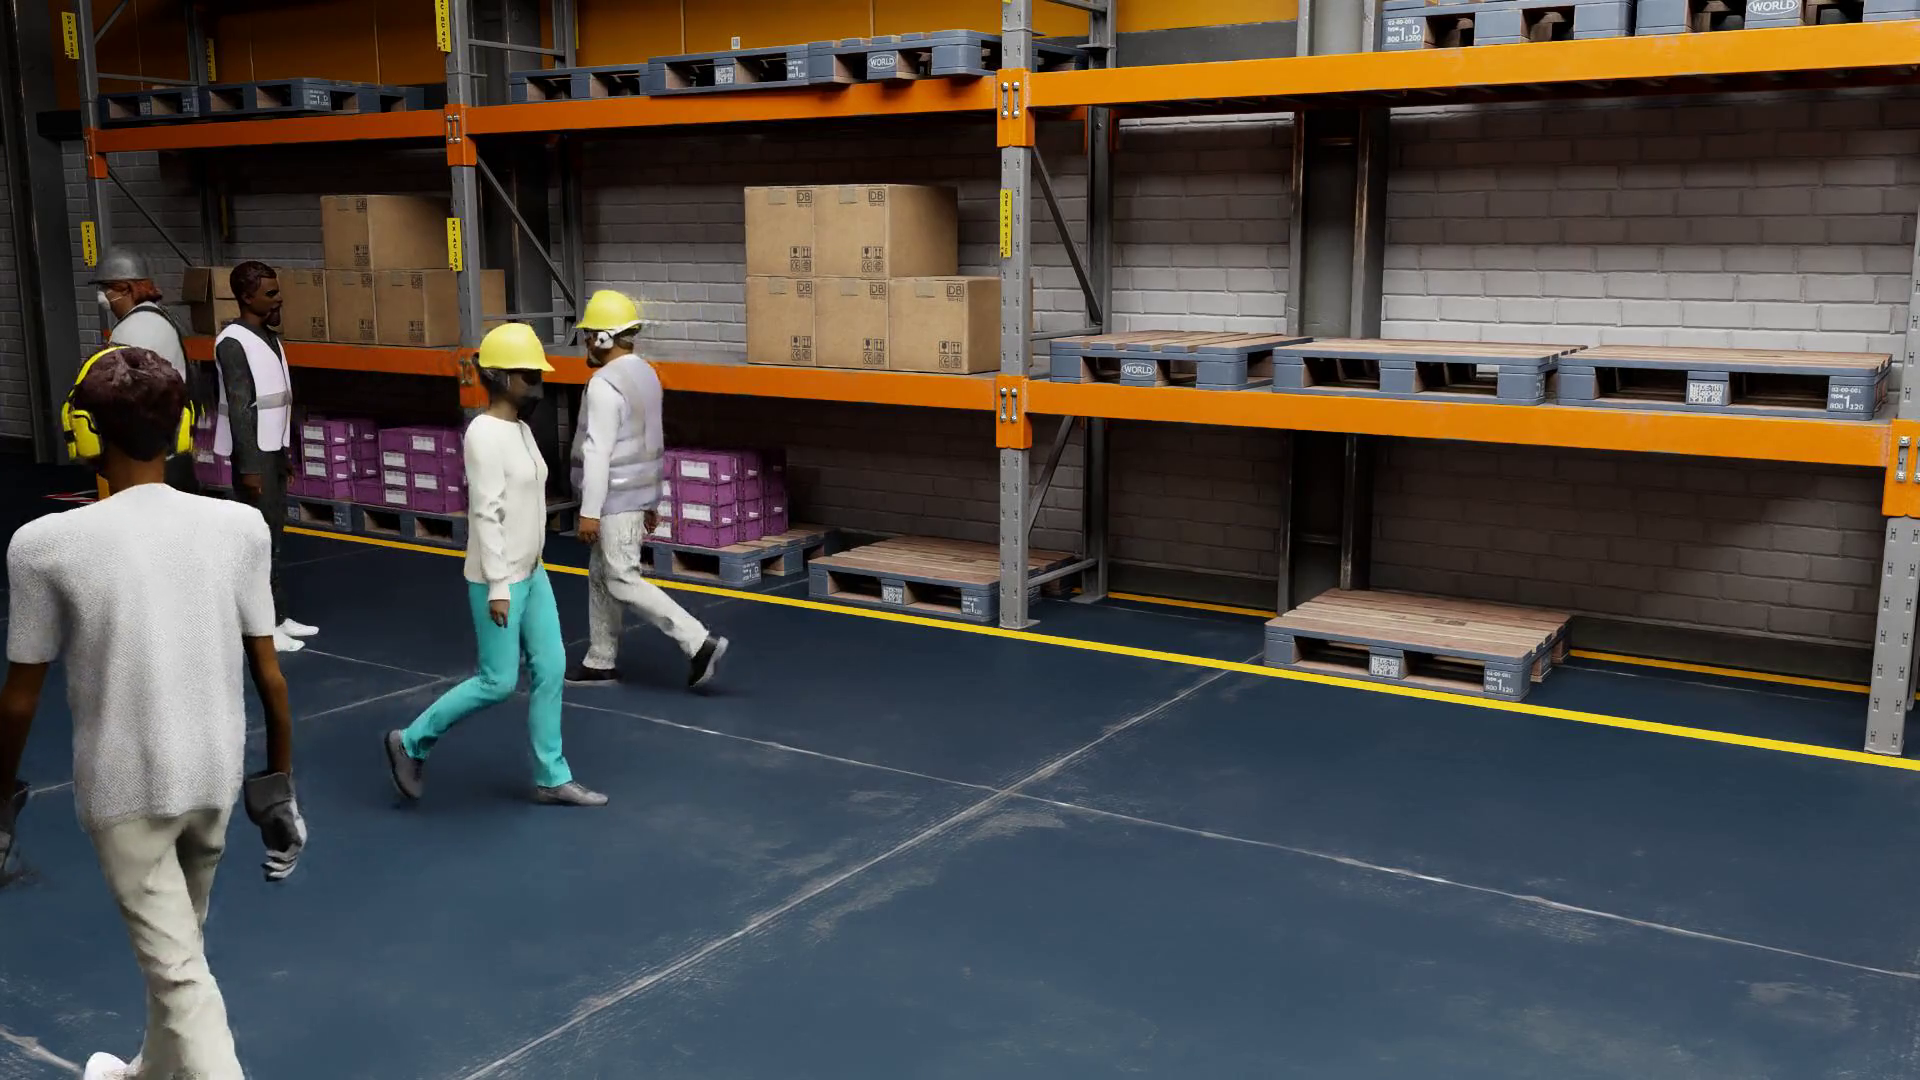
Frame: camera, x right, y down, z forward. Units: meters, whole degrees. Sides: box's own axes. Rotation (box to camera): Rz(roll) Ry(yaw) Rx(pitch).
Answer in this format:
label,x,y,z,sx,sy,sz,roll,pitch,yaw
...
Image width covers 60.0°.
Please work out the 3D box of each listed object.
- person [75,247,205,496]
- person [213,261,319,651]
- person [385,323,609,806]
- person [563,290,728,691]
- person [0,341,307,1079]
label,x,y,z,sx,sy,sz,roll,pitch,yaw
person,-4.454,-0.606,8.986,1.040,2.000,0.693,-4,11,-21
person,-3.477,-0.414,8.265,0.393,1.919,0.589,-1,10,-8
person,-1.647,0.113,5.825,0.686,1.744,0.530,1,10,6
person,-1.434,-0.197,7.370,0.789,1.813,0.589,1,10,6
person,-1.658,0.522,3.352,0.964,1.818,0.543,7,12,35
